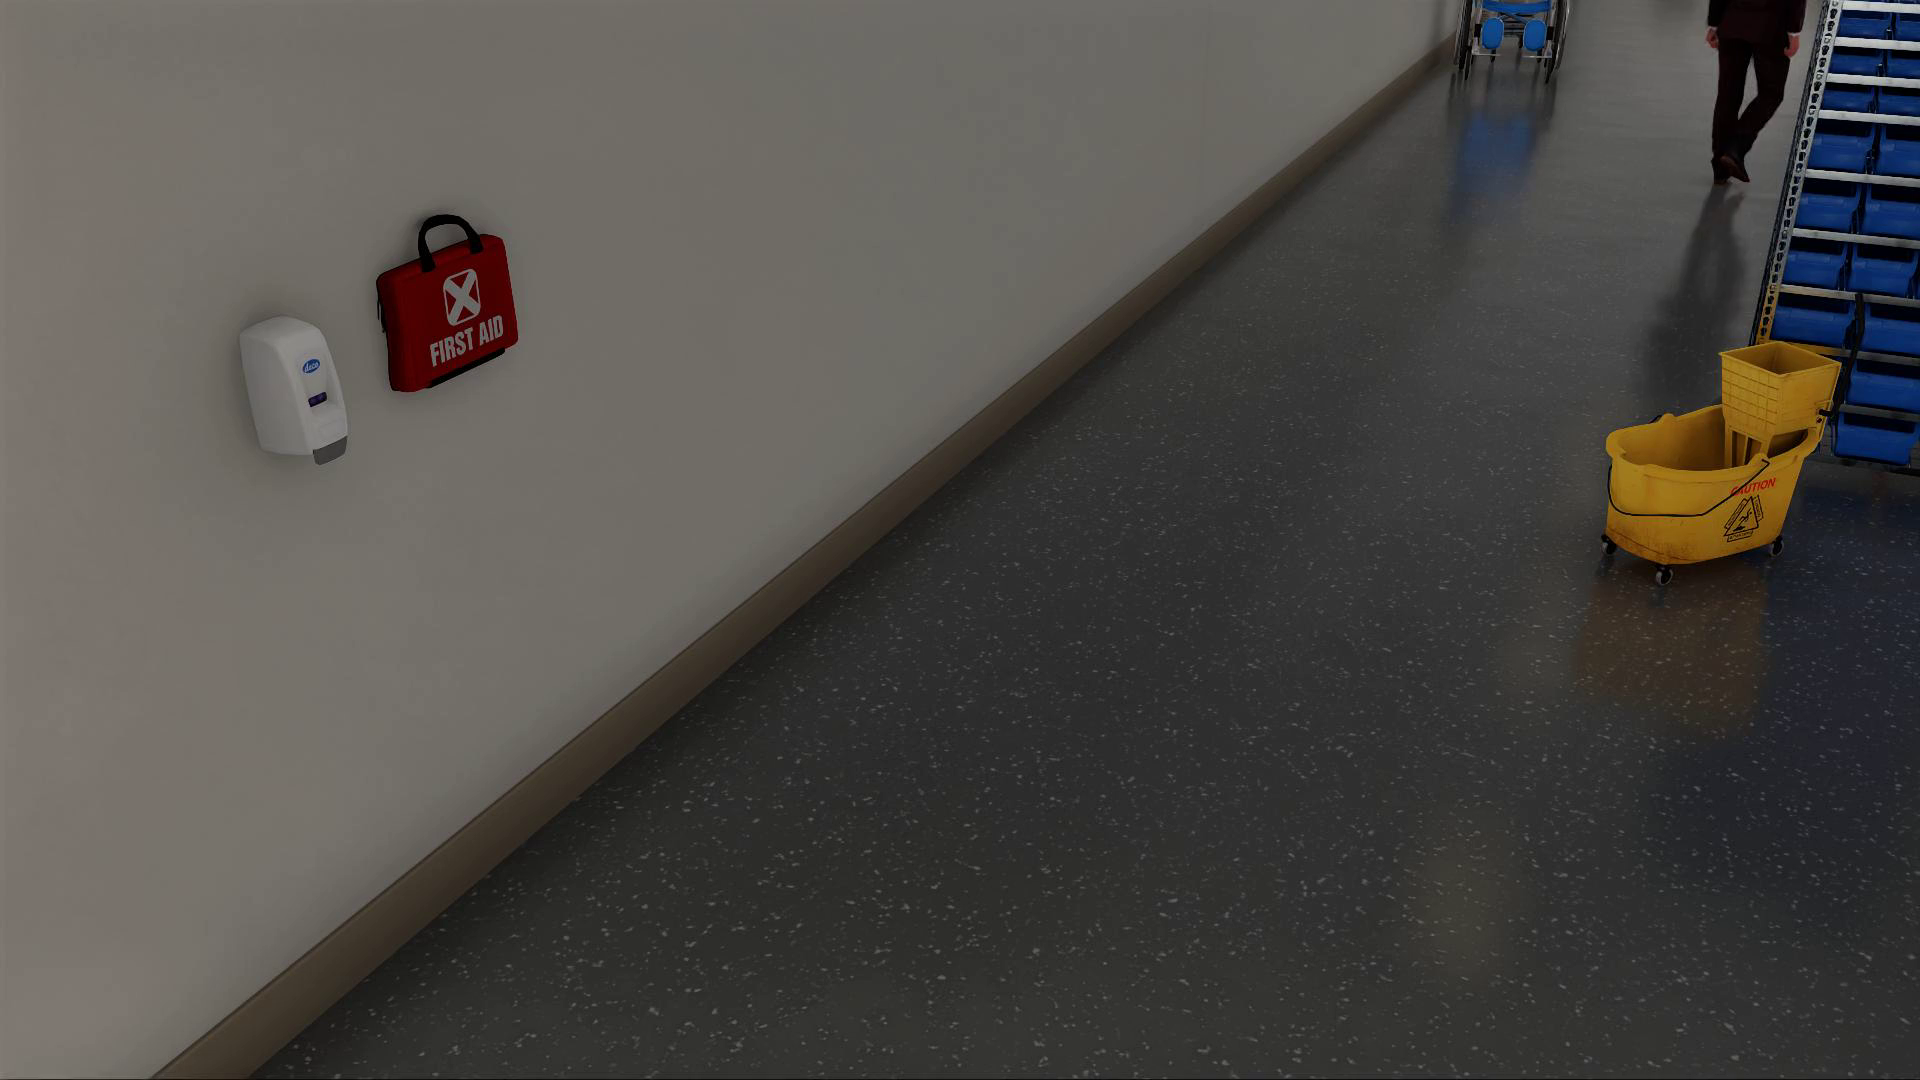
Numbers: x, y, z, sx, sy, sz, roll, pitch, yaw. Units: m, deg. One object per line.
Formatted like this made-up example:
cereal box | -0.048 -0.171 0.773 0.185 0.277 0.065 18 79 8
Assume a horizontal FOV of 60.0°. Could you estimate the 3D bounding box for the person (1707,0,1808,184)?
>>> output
person | 4.640 -2.996 9.735 0.797 1.857 0.874 21 33 36
